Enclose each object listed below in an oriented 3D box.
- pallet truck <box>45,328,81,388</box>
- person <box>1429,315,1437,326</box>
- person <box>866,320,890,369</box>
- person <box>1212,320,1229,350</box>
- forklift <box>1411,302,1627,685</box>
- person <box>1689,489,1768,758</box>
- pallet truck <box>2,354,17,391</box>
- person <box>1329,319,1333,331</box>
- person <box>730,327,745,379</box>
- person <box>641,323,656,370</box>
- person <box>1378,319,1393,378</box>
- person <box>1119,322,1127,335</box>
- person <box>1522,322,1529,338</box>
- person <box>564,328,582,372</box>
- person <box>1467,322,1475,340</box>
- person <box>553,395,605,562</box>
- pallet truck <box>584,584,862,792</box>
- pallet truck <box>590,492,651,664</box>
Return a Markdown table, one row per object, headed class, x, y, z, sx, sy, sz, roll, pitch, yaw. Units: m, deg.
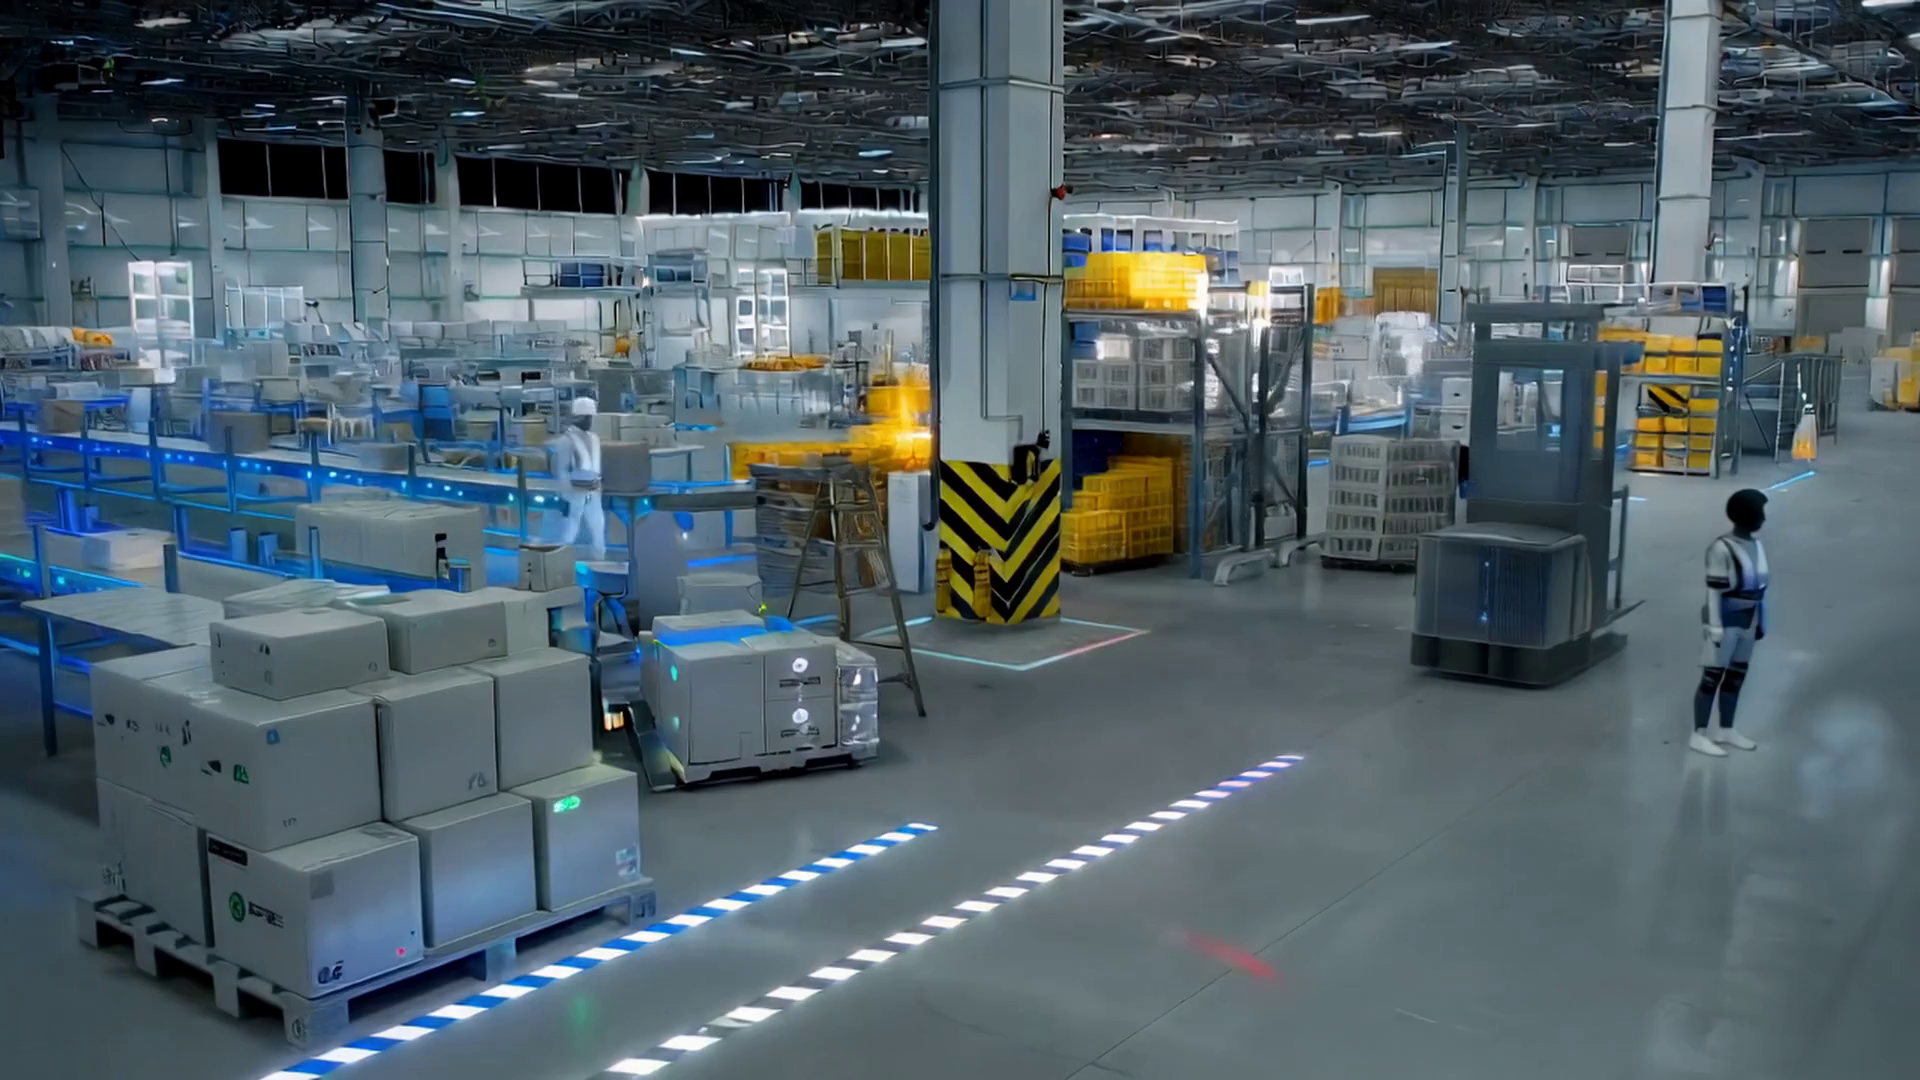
| class | x | y | z | sx | sy | sz | roll | pitch | yaw |
| --- | --- | --- | --- | --- | --- | --- | --- | --- | --- |
| pallet truck | -23.775 | -4.544 | 43.495 | 1.885 | 1.965 | 0.823 | 6 | 10 | 35 |
| person | 22.433 | -9.741 | 78.761 | 0.590 | 1.927 | 0.367 | -5 | 10 | -30 |
| person | -3.209 | -7.440 | 63.425 | 0.994 | 1.874 | 0.596 | 3 | 9 | 21 |
| person | 9.869 | -7.419 | 63.134 | 0.648 | 1.919 | 0.524 | 2 | 9 | 12 |
| forklift | 4.379 | -0.438 | 12.852 | 1.129 | 2.768 | 1.873 | 7 | 11 | 37 |
| person | 4.850 | 0.517 | 10.425 | 0.534 | 1.693 | 0.321 | -5 | 10 | -31 |
| pallet truck | -24.881 | -4.417 | 42.634 | 1.885 | 1.965 | 0.823 | 8 | 11 | 41 |
| person | 18.484 | -10.255 | 82.156 | 0.602 | 1.949 | 0.396 | -4 | 9 | -24 |
| person | -7.509 | -6.289 | 56.070 | 0.518 | 1.756 | 0.348 | 1 | 9 | 8 |
| person | -10.798 | -6.627 | 58.017 | 0.601 | 1.847 | 0.846 | -8 | 12 | -44 |
| person | 14.384 | -6.482 | 56.404 | 0.605 | 2.044 | 0.374 | -5 | 10 | -28 |
| person | 5.626 | -6.700 | 58.423 | 0.653 | 1.908 | 0.566 | 7 | 11 | 41 |
| person | 20.809 | -7.118 | 61.442 | 0.971 | 1.819 | 0.554 | 3 | 9 | 22 |
| person | -11.500 | -5.365 | 49.478 | 0.514 | 1.866 | 0.332 | 0 | 8 | -3 |
| person | 24.537 | -9.885 | 79.802 | 0.539 | 1.909 | 0.831 | 6 | 10 | 33 |
| person | -3.720 | -0.442 | 16.074 | 0.785 | 1.928 | 0.610 | 6 | 10 | 33 |
| pallet truck | -1.426 | 0.805 | 10.019 | 1.601 | 1.201 | 0.680 | -4 | 9 | -26 |
| pallet truck | -3.115 | 0.344 | 12.883 | 0.653 | 1.274 | 1.630 | 7 | 11 | 37 |
